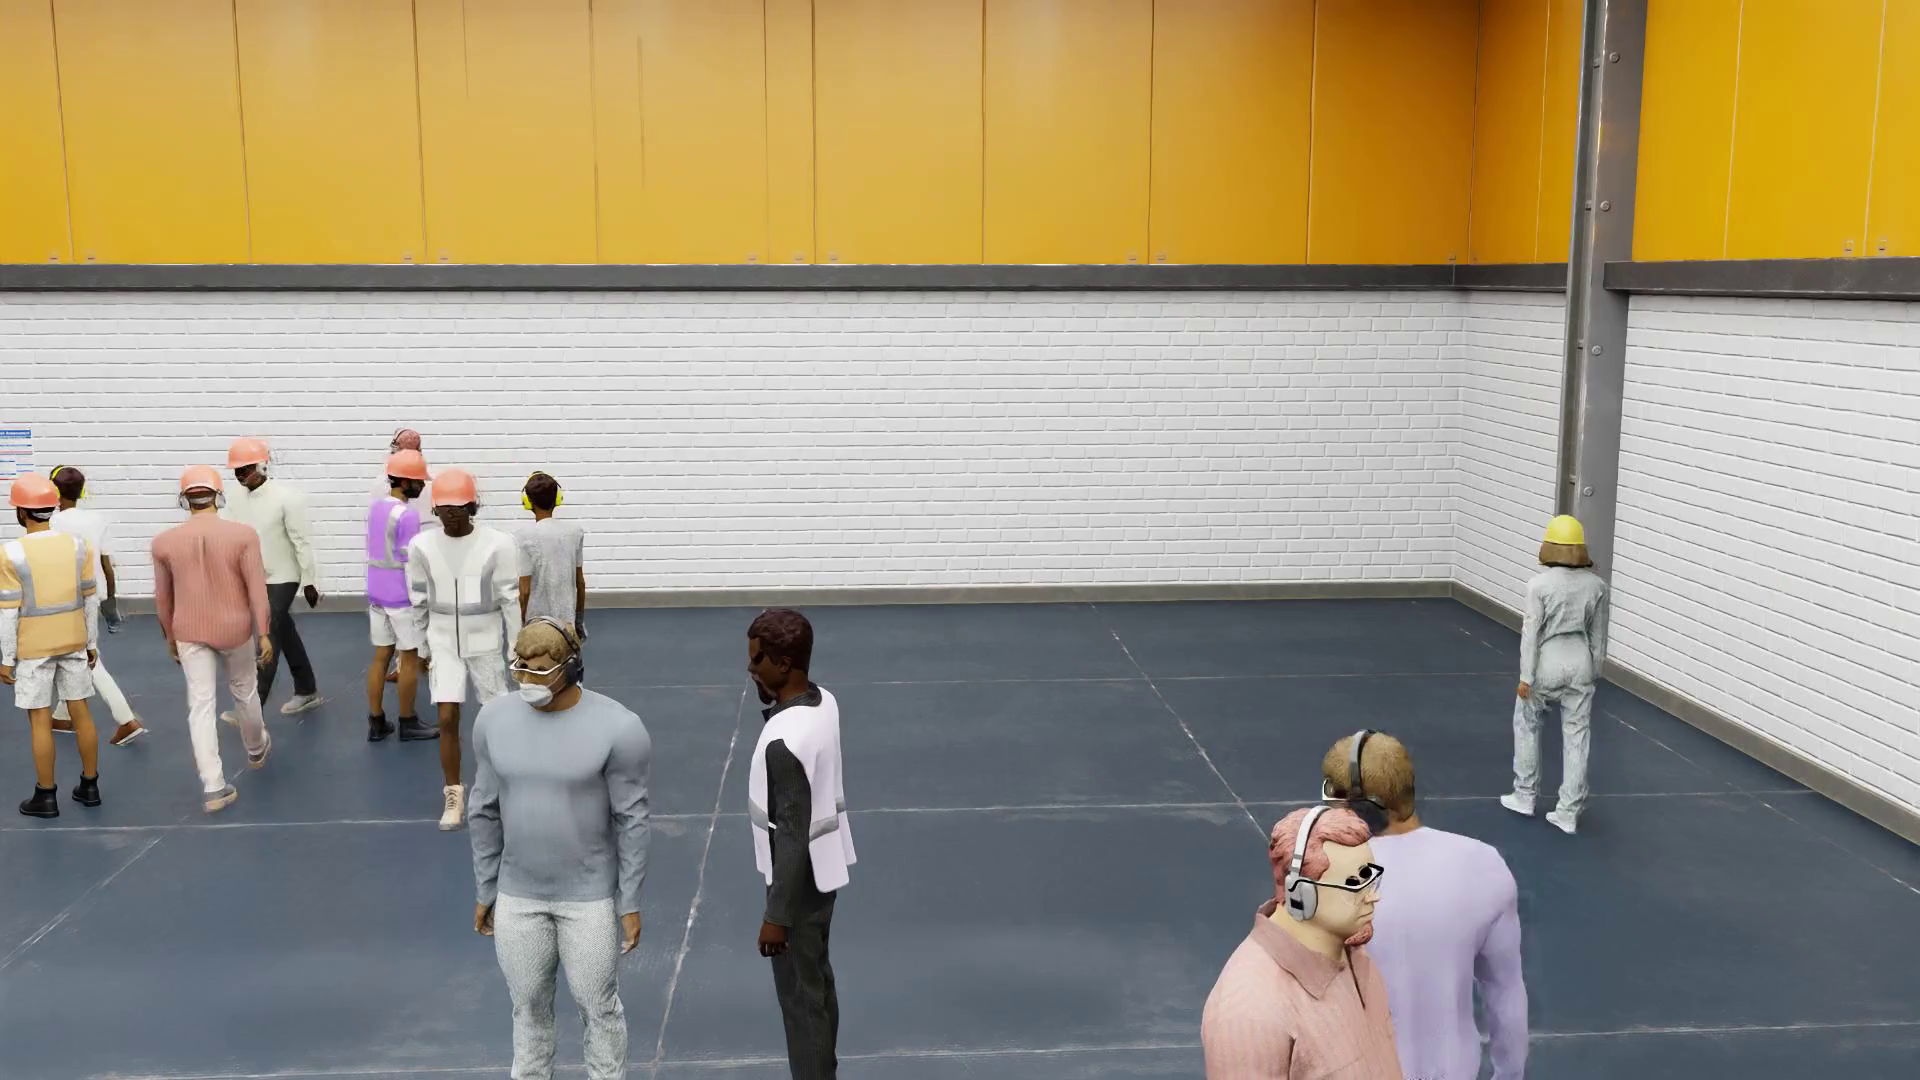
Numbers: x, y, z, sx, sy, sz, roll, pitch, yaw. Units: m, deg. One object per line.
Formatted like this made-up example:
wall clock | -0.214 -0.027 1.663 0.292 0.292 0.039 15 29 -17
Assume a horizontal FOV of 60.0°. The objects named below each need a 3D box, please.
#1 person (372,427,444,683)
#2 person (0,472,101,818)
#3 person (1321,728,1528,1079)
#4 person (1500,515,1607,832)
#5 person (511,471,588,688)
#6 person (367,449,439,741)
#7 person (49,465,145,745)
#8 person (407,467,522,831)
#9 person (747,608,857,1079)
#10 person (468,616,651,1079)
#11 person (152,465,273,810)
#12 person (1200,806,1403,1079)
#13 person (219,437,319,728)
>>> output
person | -4.093 0.114 12.414 0.410 1.912 0.643 8 12 40
person | -5.121 0.587 9.339 0.350 1.942 0.545 6 11 35
person | 1.129 1.416 4.279 0.691 1.906 0.372 -2 9 -14
person | 3.274 0.711 9.212 0.506 1.722 0.656 -1 9 -8
person | -2.480 0.517 10.027 0.329 1.865 0.513 8 12 40
person | -3.651 0.372 10.833 0.513 1.916 0.559 -9 12 -43
person | -5.714 0.419 10.812 1.005 1.823 0.507 3 10 19
person | -2.756 0.552 9.392 0.621 2.004 0.937 0 9 -2
person | -0.560 1.174 5.736 0.392 1.916 0.592 0 9 3
person | -1.340 1.192 5.573 0.627 1.934 0.370 1 9 9
person | -4.350 0.524 9.754 0.632 1.926 1.065 -2 9 -14
person | 0.775 1.509 3.659 0.407 1.909 0.638 5 10 30
person | -4.738 0.285 11.214 0.606 1.938 1.015 5 10 27
